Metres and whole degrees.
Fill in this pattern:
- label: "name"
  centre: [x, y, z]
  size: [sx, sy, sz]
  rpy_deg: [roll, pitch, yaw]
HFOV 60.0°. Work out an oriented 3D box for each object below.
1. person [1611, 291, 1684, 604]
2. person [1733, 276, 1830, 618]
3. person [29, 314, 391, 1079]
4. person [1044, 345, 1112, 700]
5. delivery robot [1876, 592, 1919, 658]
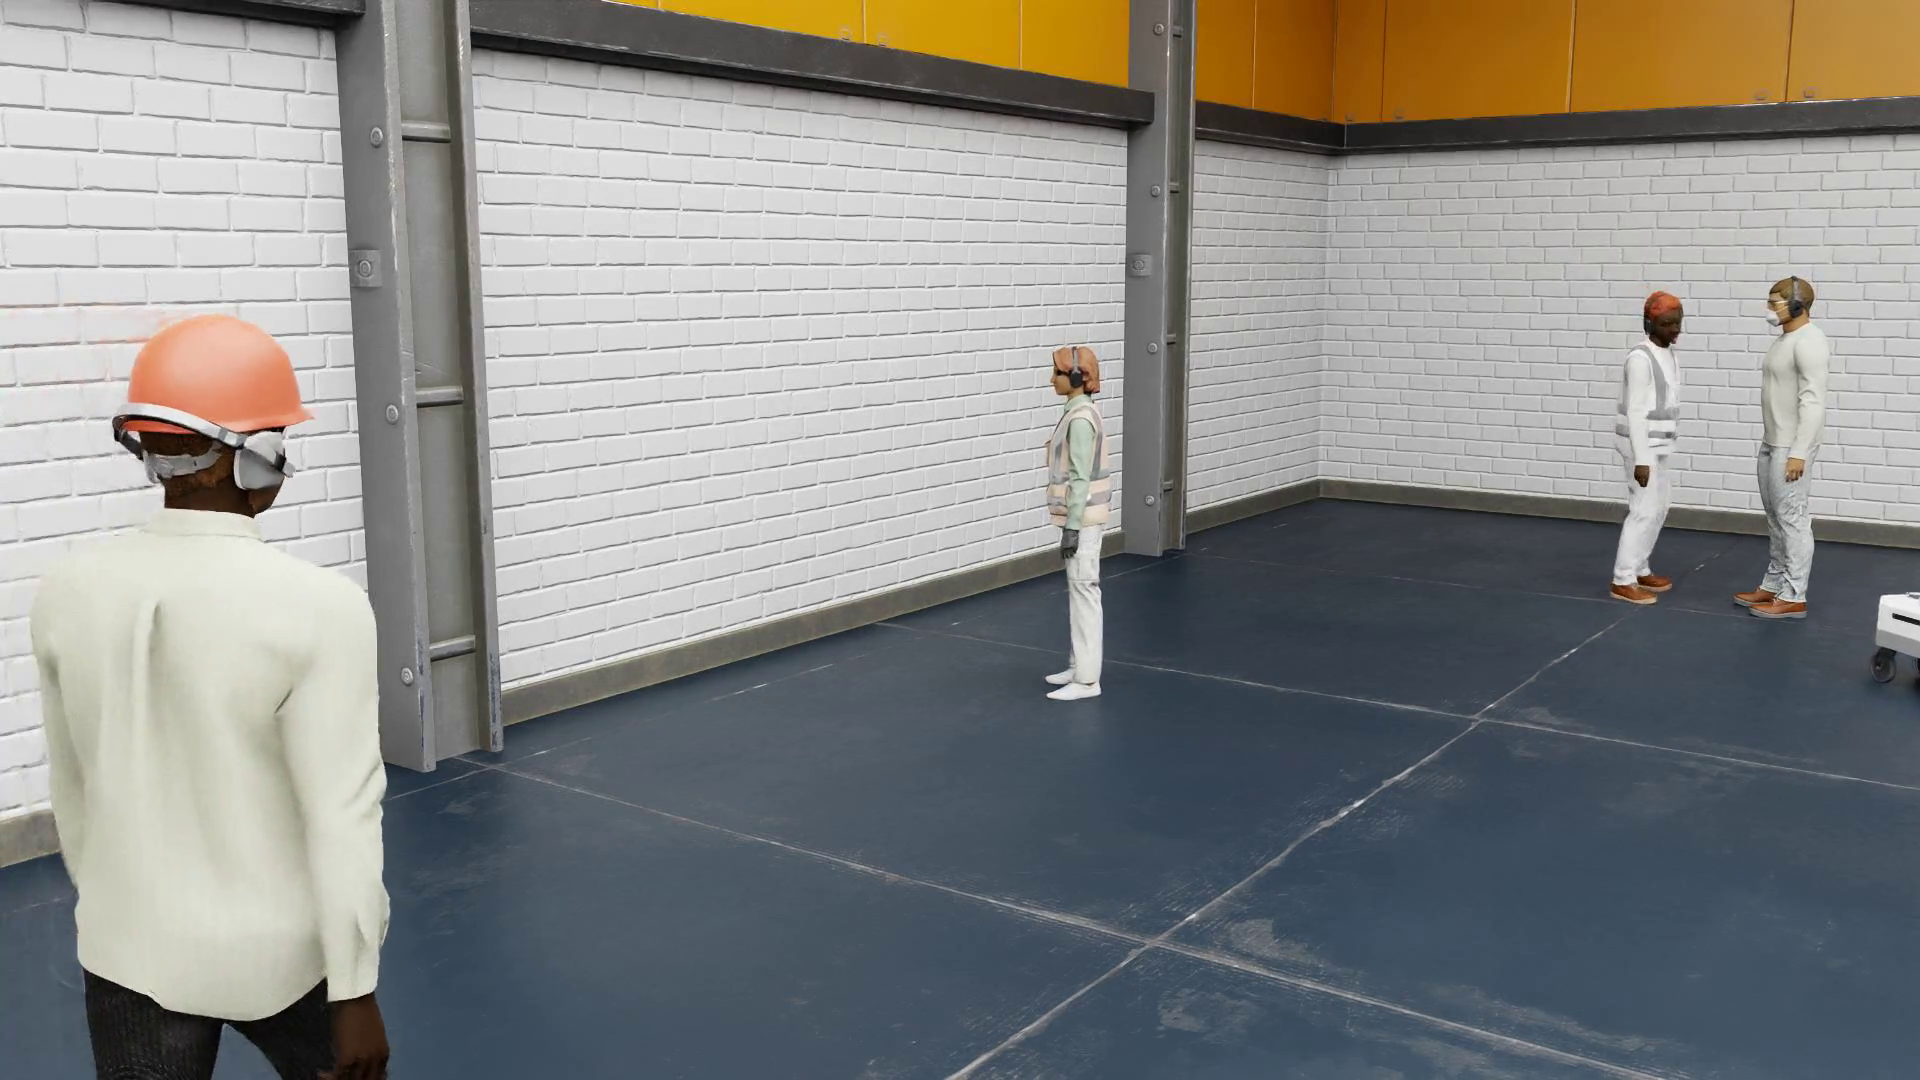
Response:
- label: "person"
  centre: [4.065, -0.535, 9.819]
  size: [0.372, 1.844, 0.713]
  rpy_deg: [7, 12, 37]
- label: "person"
  centre: [4.704, -0.524, 9.464]
  size: [0.354, 1.936, 0.636]
  rpy_deg: [2, 10, 12]
- label: "person"
  centre: [-1.165, 0.613, 2.698]
  size: [0.637, 1.940, 1.014]
  rpy_deg: [2, 10, 11]
- label: "person"
  centre: [0.545, -0.080, 7.712]
  size: [0.309, 1.640, 0.514]
  rpy_deg: [0, 10, 2]
- label: "delivery robot"
  centre: [4.617, 0.415, 7.706]
  size: [0.477, 0.478, 0.707]
  rpy_deg: [-2, 10, -11]
